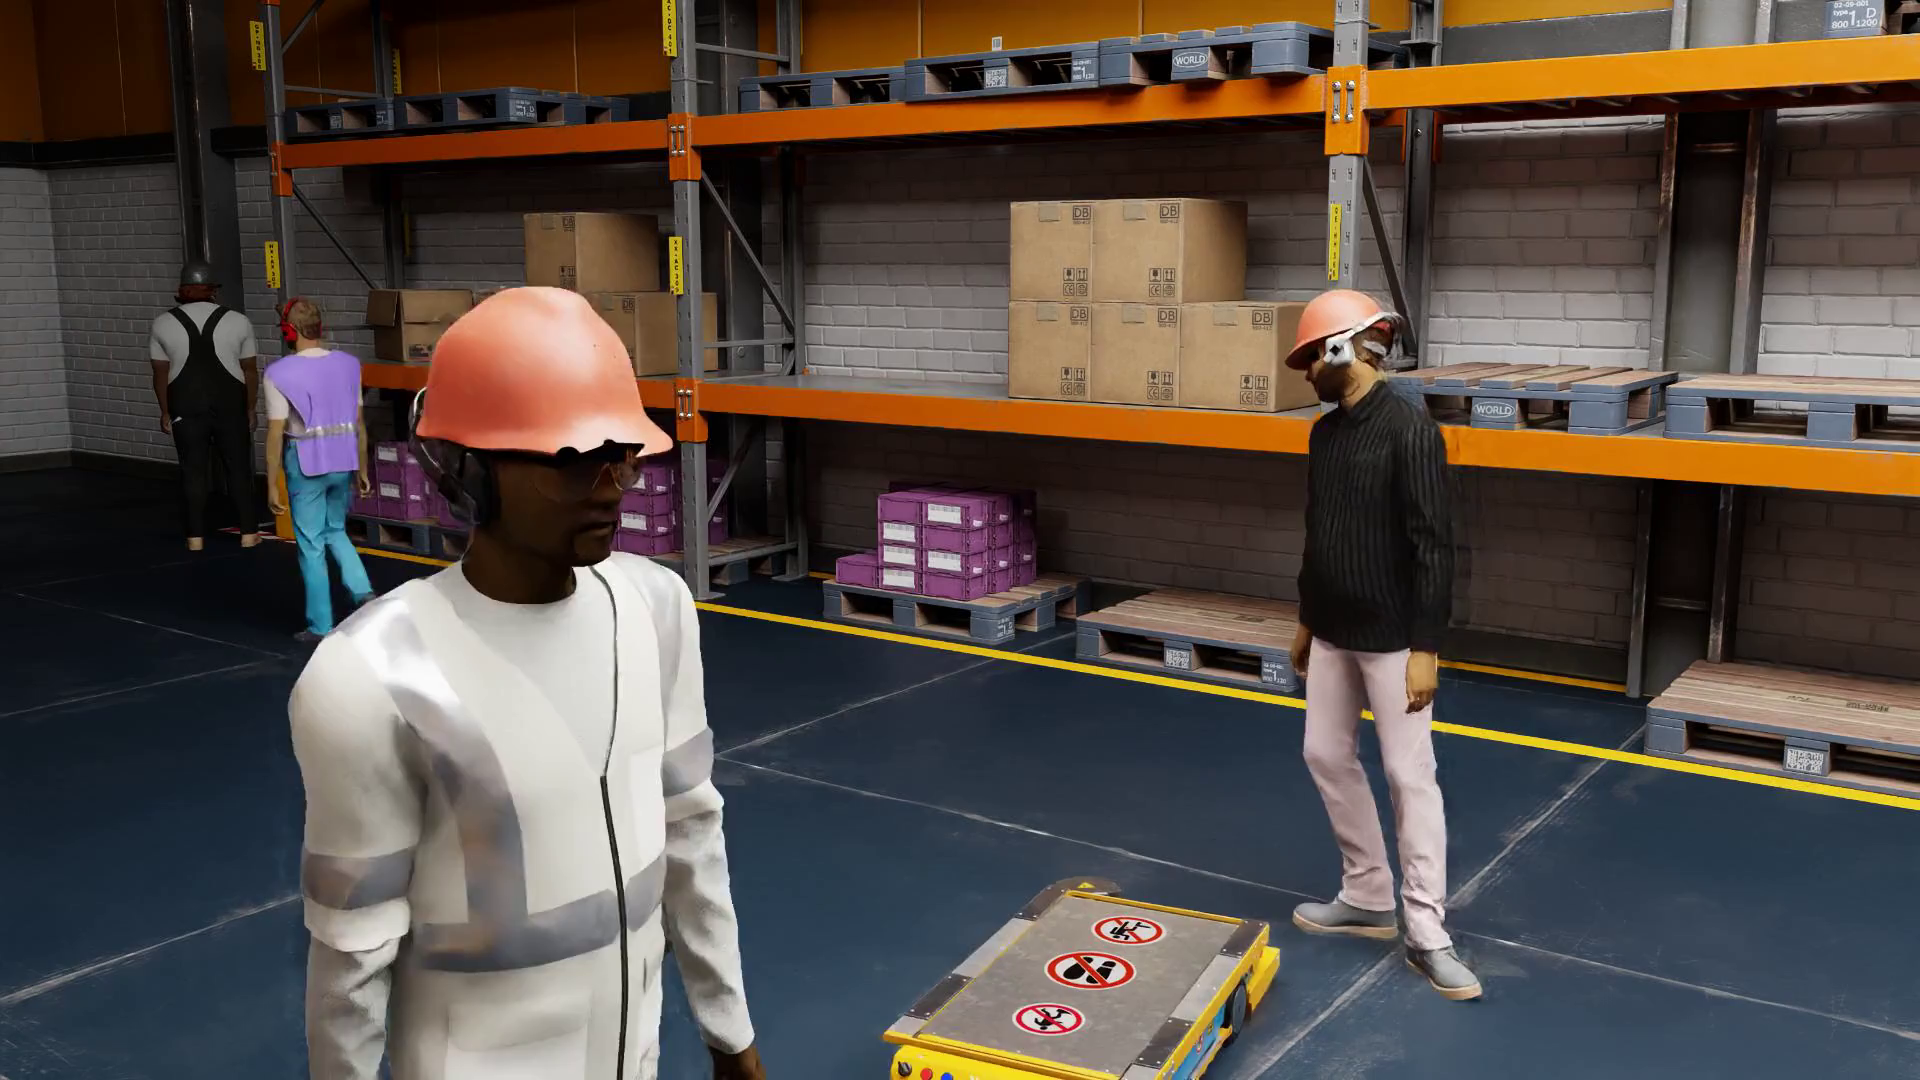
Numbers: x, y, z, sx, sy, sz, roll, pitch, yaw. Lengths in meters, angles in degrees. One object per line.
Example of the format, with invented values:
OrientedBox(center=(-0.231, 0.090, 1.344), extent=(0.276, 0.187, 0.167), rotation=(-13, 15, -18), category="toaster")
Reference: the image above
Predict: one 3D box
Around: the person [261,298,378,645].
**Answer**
OrientedBox(center=(-3.330, -0.338, 8.663), extent=(0.458, 1.829, 0.603), rotation=(6, 11, 31), category="person")

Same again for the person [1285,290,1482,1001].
OrientedBox(center=(1.226, 0.277, 4.730), extent=(0.365, 1.946, 0.837), rotation=(-5, 11, -27), category="person")

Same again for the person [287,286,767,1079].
OrientedBox(center=(-0.622, 0.660, 2.240), extent=(1.016, 2.002, 0.613), rotation=(5, 11, 28), category="person")

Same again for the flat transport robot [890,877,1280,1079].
OrientedBox(center=(0.304, 1.198, 4.162), extent=(0.652, 0.197, 1.431), rotation=(4, 11, 25), category="flat transport robot")

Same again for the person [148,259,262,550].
OrientedBox(center=(-5.294, -0.952, 11.707), extent=(0.683, 2.000, 0.536), rotation=(-4, 10, -21), category="person")

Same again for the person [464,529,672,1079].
OrientedBox(center=(-0.711, 0.738, 2.899), extent=(0.531, 1.612, 0.725), rotation=(-4, 10, -23), category="person")
